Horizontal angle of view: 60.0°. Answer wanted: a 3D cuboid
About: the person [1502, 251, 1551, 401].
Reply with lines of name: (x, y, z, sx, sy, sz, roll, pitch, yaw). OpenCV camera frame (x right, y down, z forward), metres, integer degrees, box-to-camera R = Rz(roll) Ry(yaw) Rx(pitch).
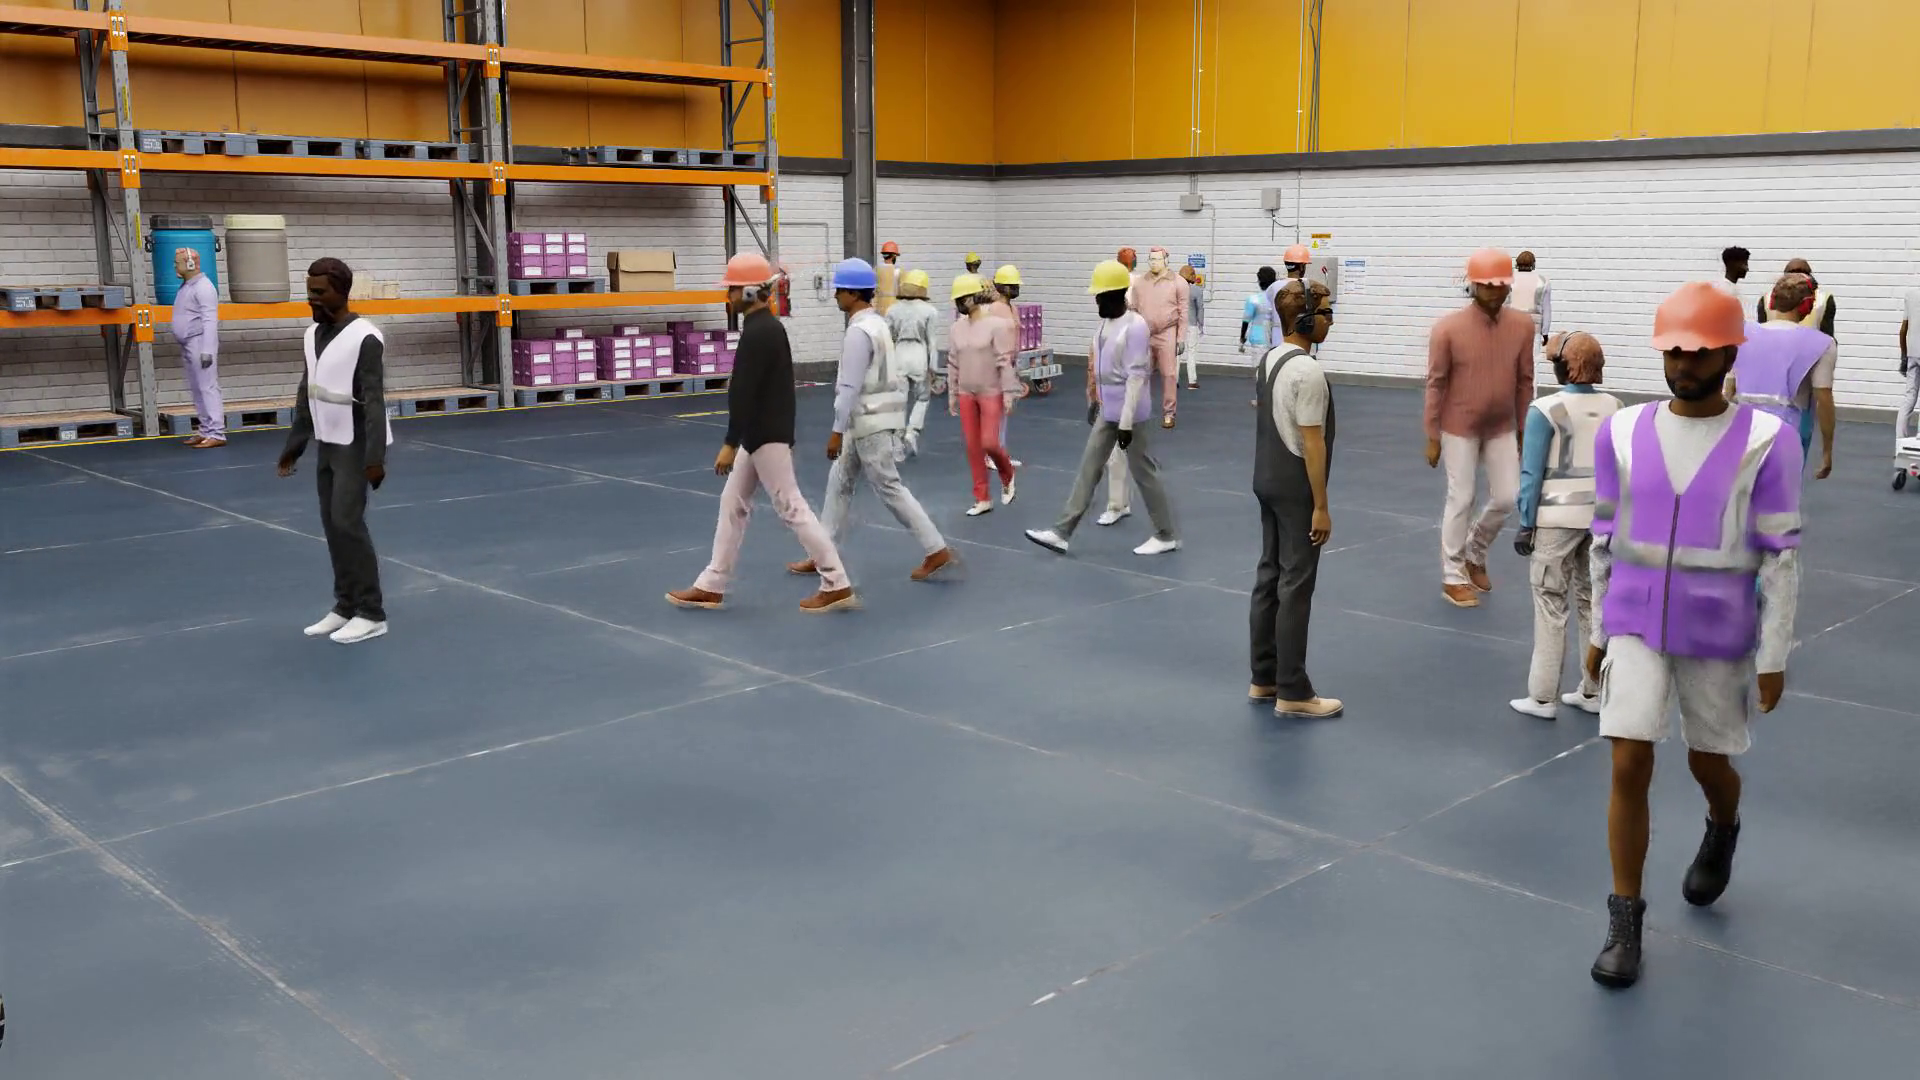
person: (6.481, -2.405, 19.199, 0.636, 1.842, 0.429, 4, 11, 19)

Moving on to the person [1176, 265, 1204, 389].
person: (2.977, -2.809, 21.970, 0.507, 1.632, 0.268, 5, 12, 25)

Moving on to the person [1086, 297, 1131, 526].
person: (1.077, -0.895, 11.616, 0.689, 1.605, 0.562, -9, 14, -42)

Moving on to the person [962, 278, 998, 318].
person: (0.200, -1.679, 15.842, 0.517, 1.615, 0.459, 8, 13, 37)

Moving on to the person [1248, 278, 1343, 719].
person: (1.416, -0.172, 7.016, 0.345, 1.846, 0.508, -3, 11, -15)

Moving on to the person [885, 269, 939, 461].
person: (-0.461, -1.554, 14.869, 0.558, 1.718, 0.444, 2, 11, 9)

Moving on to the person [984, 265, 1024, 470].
person: (0.398, -1.491, 14.425, 0.328, 1.767, 0.531, 4, 11, 22)

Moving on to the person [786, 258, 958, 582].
person: (-0.493, -0.687, 9.696, 1.020, 1.902, 0.623, 1, 10, 3)

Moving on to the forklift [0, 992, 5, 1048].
forklift: (-3.245, 0.323, 3.363, 2.313, 2.155, 1.214, 2, 11, 13)

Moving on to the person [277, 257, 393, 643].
person: (-3.133, -0.458, 8.394, 0.614, 1.914, 0.475, 9, 14, 42)

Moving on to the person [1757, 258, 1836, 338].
person: (7.246, -1.527, 14.481, 0.630, 1.821, 0.652, 5, 11, 24)

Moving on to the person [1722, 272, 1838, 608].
person: (4.440, -0.534, 9.043, 0.497, 1.820, 0.598, -9, 14, -40)

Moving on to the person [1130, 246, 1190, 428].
person: (2.074, -2.134, 17.548, 0.651, 1.907, 0.409, 5, 12, 26)

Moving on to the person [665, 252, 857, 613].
person: (-1.044, -0.552, 8.866, 1.044, 1.945, 0.605, 0, 10, -2)

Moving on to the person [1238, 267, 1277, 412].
person: (3.371, -2.218, 18.644, 0.557, 1.656, 0.819, -3, 11, -16)

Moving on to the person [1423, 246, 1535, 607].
person: (2.823, -0.594, 8.996, 0.627, 1.962, 0.513, -2, 11, -11)

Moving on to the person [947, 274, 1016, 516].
person: (0.160, -1.051, 12.066, 0.554, 1.741, 0.455, 7, 12, 32)

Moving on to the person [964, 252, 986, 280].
person: (0.195, -3.411, 24.898, 0.313, 1.769, 0.525, 9, 13, 39)

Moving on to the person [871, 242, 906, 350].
person: (-0.986, -3.227, 23.445, 0.542, 1.930, 0.375, 3, 11, 17)

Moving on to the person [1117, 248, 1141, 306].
person: (1.874, -2.334, 18.703, 0.576, 1.884, 0.355, 6, 12, 29)

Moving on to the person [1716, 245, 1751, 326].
person: (7.600, -1.988, 16.710, 0.937, 1.933, 0.609, 6, 12, 32)

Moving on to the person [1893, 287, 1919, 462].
person: (8.546, -1.596, 14.710, 0.330, 1.874, 0.518, -3, 11, -16)

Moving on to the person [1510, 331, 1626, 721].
person: (2.564, -0.058, 6.987, 0.509, 1.627, 0.323, -4, 11, -23)

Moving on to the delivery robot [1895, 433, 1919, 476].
delivery robot: (7.794, -0.713, 13.232, 0.707, 0.478, 0.477, -6, 12, -29)

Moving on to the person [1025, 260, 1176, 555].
person: (0.949, -0.807, 10.429, 0.994, 1.859, 0.611, -4, 11, -21)

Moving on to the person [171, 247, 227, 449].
person: (-7.297, -1.828, 15.880, 0.403, 1.906, 0.651, -9, 13, -39)

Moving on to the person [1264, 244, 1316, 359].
person: (3.159, -1.825, 15.780, 0.364, 1.934, 0.552, -10, 15, -44)

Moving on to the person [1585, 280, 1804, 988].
person: (2.051, 0.227, 4.676, 0.550, 1.913, 0.866, 8, 13, 36)
